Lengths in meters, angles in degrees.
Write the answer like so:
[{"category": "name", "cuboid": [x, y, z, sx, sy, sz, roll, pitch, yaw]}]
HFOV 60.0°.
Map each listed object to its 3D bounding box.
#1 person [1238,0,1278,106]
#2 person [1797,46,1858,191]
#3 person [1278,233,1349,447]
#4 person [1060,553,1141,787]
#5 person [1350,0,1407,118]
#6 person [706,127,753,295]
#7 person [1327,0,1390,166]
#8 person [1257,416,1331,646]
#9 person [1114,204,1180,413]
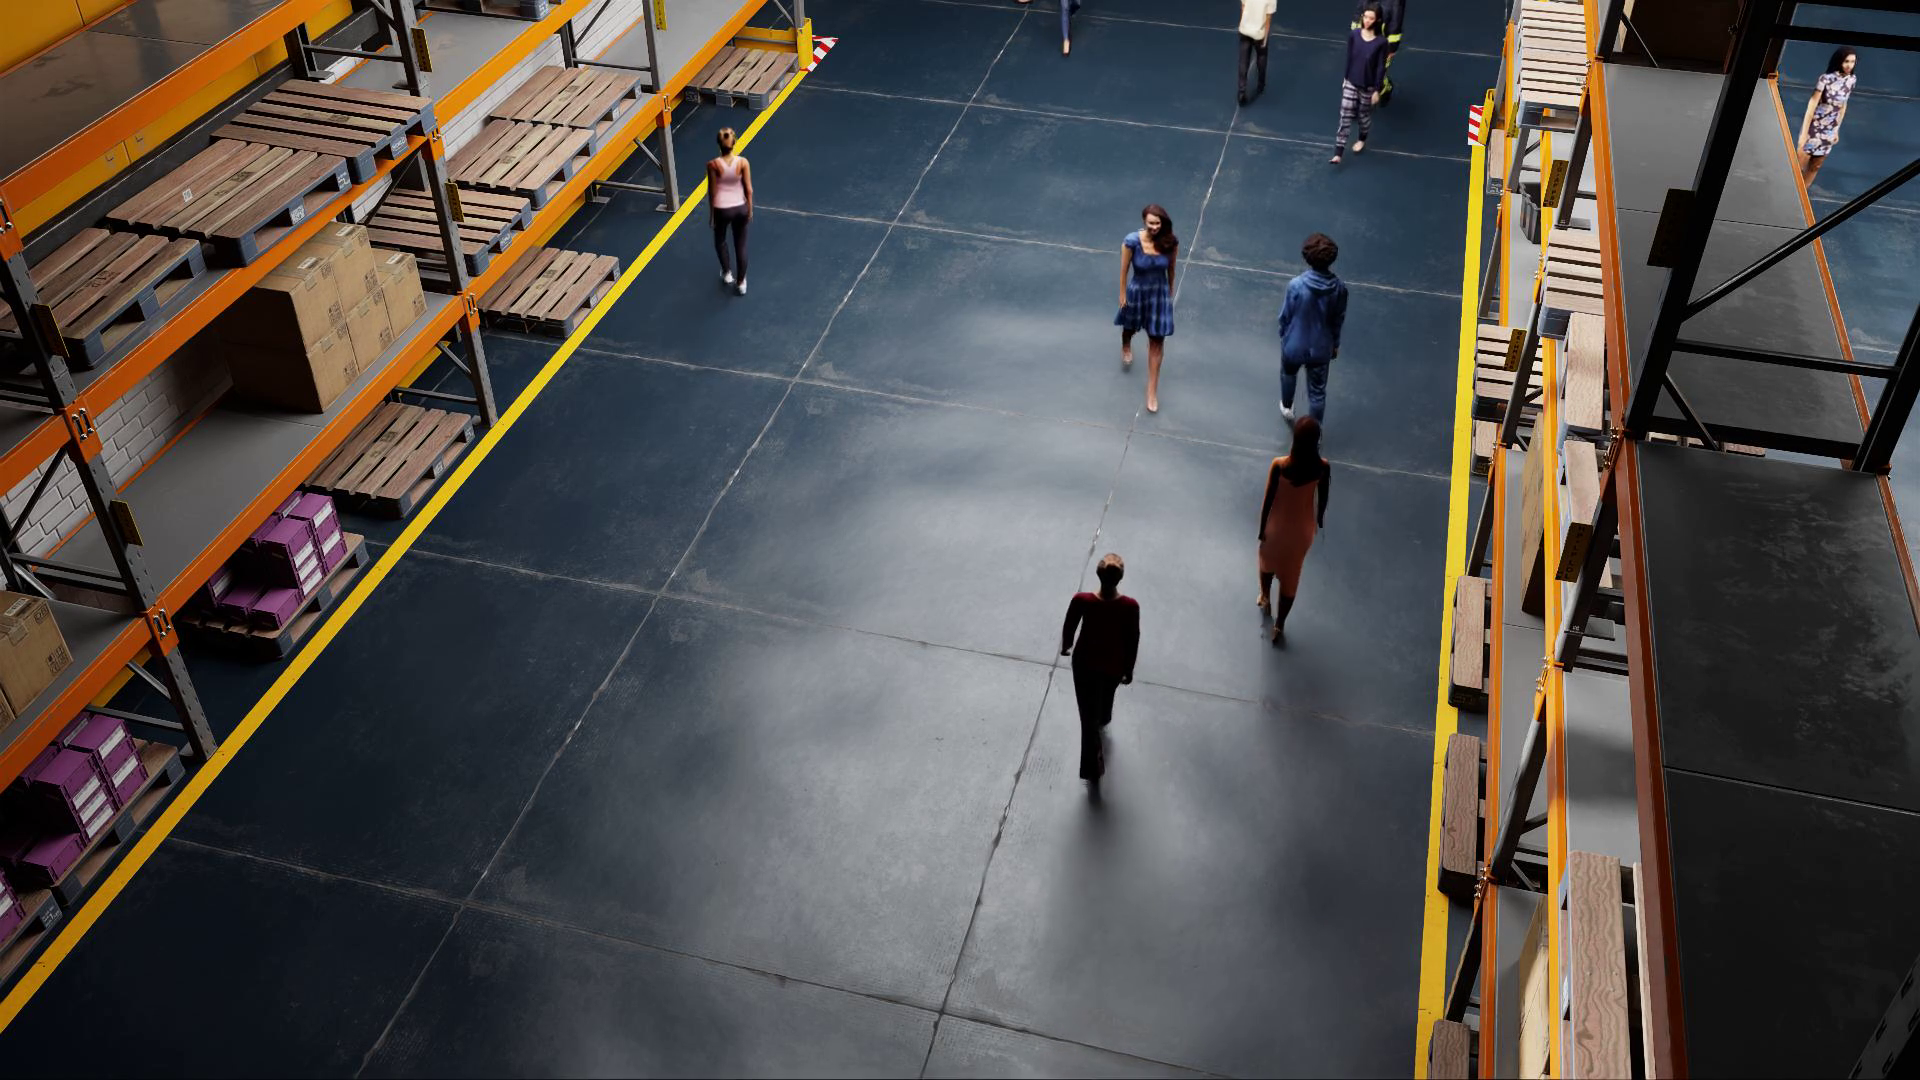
[{"category": "person", "cuboid": [3.277, -5.661, 18.697, 0.696, 1.563, 0.925, 16, 41, 20]}, {"category": "person", "cuboid": [8.561, -4.077, 16.577, 0.670, 1.733, 0.661, -8, 39, -10]}, {"category": "person", "cuboid": [2.789, -1.531, 13.366, 0.800, 1.762, 1.012, 6, 39, 7]}, {"category": "person", "cuboid": [0.876, 0.824, 10.504, 0.792, 1.653, 1.108, 2, 39, 2]}, {"category": "person", "cuboid": [4.596, -5.543, 18.324, 0.975, 1.843, 1.069, 31, 48, 32]}, {"category": "person", "cuboid": [-2.094, -2.995, 15.303, 0.724, 1.631, 0.777, -10, 40, -12]}, {"category": "person", "cuboid": [4.281, -4.827, 17.553, 0.860, 1.686, 1.160, 22, 44, 25]}, {"category": "person", "cuboid": [2.266, -0.012, 11.422, 0.648, 1.814, 0.753, 5, 39, 7]}, {"category": "person", "cuboid": [1.545, -2.030, 13.986, 0.866, 1.768, 1.211, -1, 39, -2]}]
